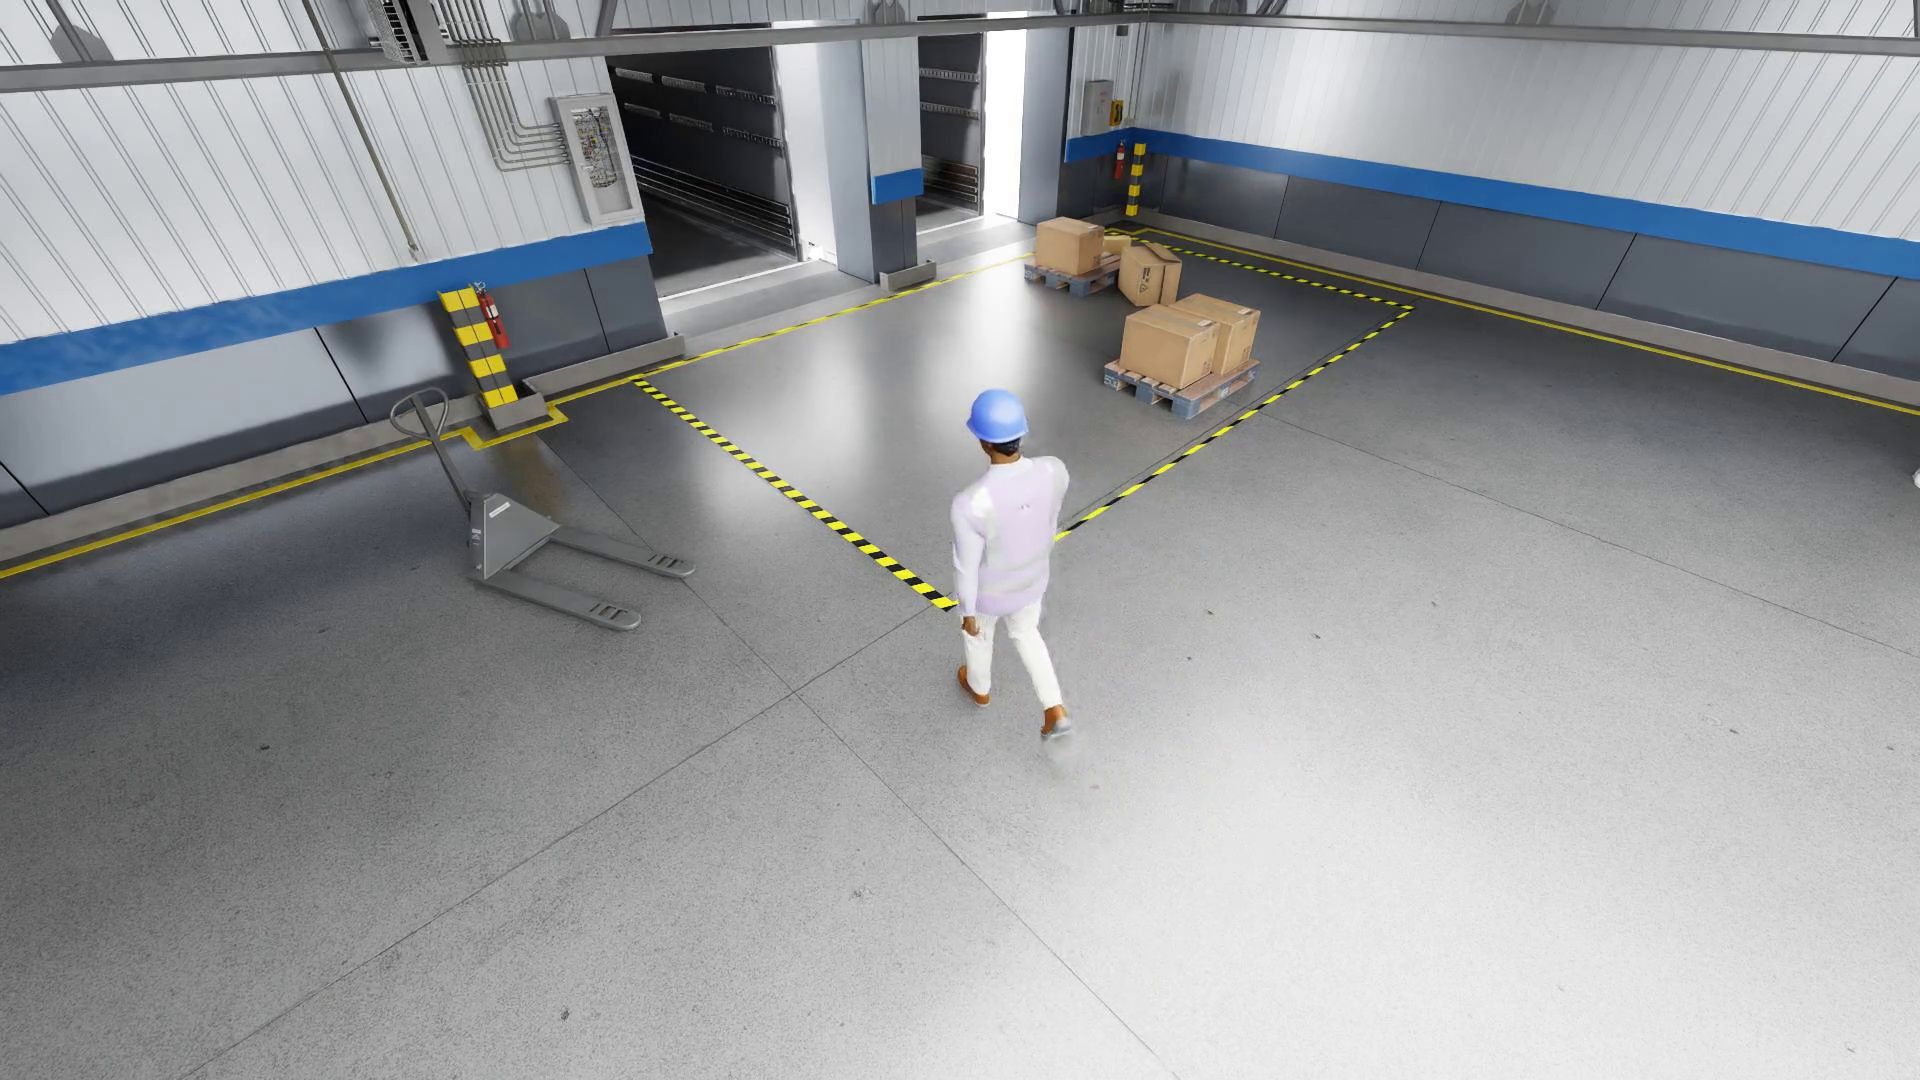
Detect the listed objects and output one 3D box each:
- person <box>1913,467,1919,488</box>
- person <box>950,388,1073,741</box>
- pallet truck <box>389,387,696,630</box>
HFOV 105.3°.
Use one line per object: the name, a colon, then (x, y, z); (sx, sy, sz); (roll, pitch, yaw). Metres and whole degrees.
person: (7.809, -1.095, 5.277); (0.492, 1.742, 0.309); (14, 40, 17)
person: (0.249, 0.225, 3.431); (0.592, 1.914, 0.810); (-18, 41, -21)
pallet truck: (-2.613, -0.247, 4.593); (1.601, 1.201, 0.680); (14, 40, 17)
